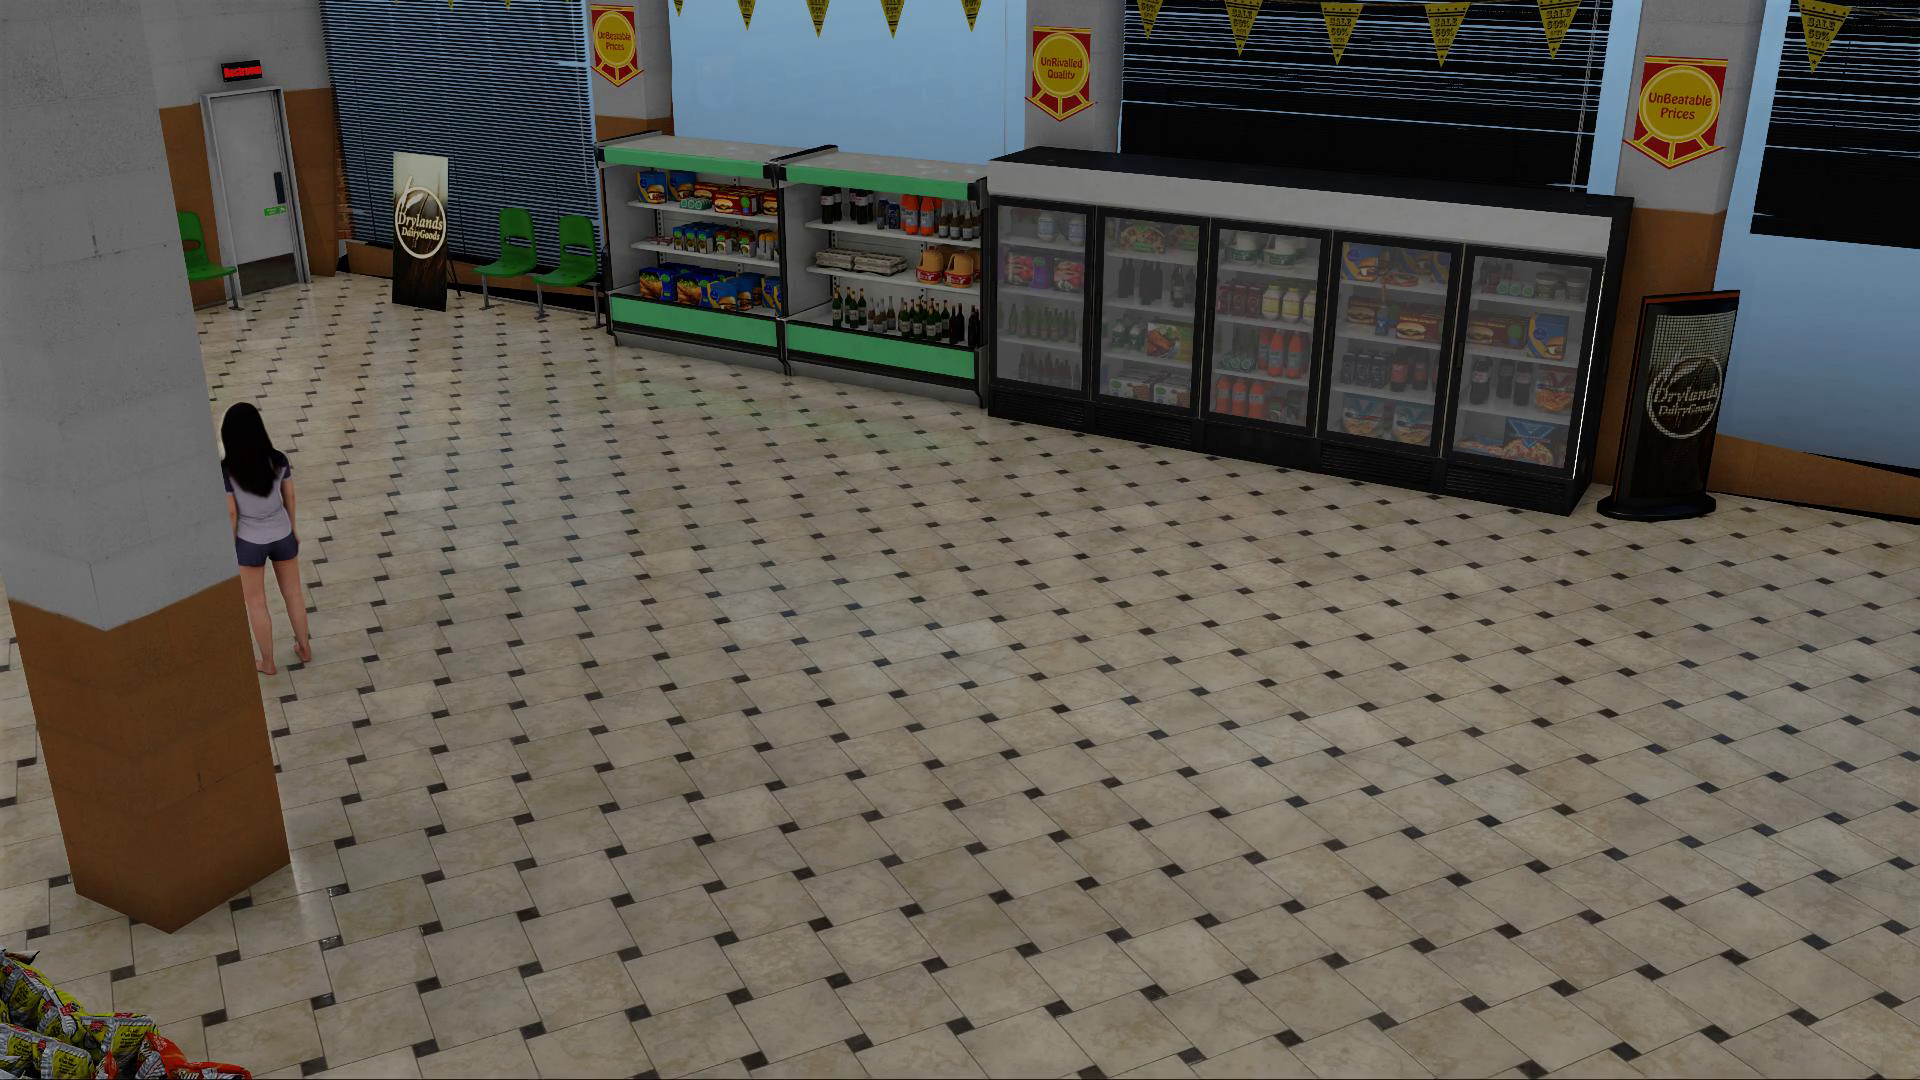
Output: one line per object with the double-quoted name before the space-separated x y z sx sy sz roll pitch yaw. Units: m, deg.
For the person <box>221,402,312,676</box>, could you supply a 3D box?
"person" -4.218 -0.014 10.057 0.610 1.707 0.645 20 29 40
